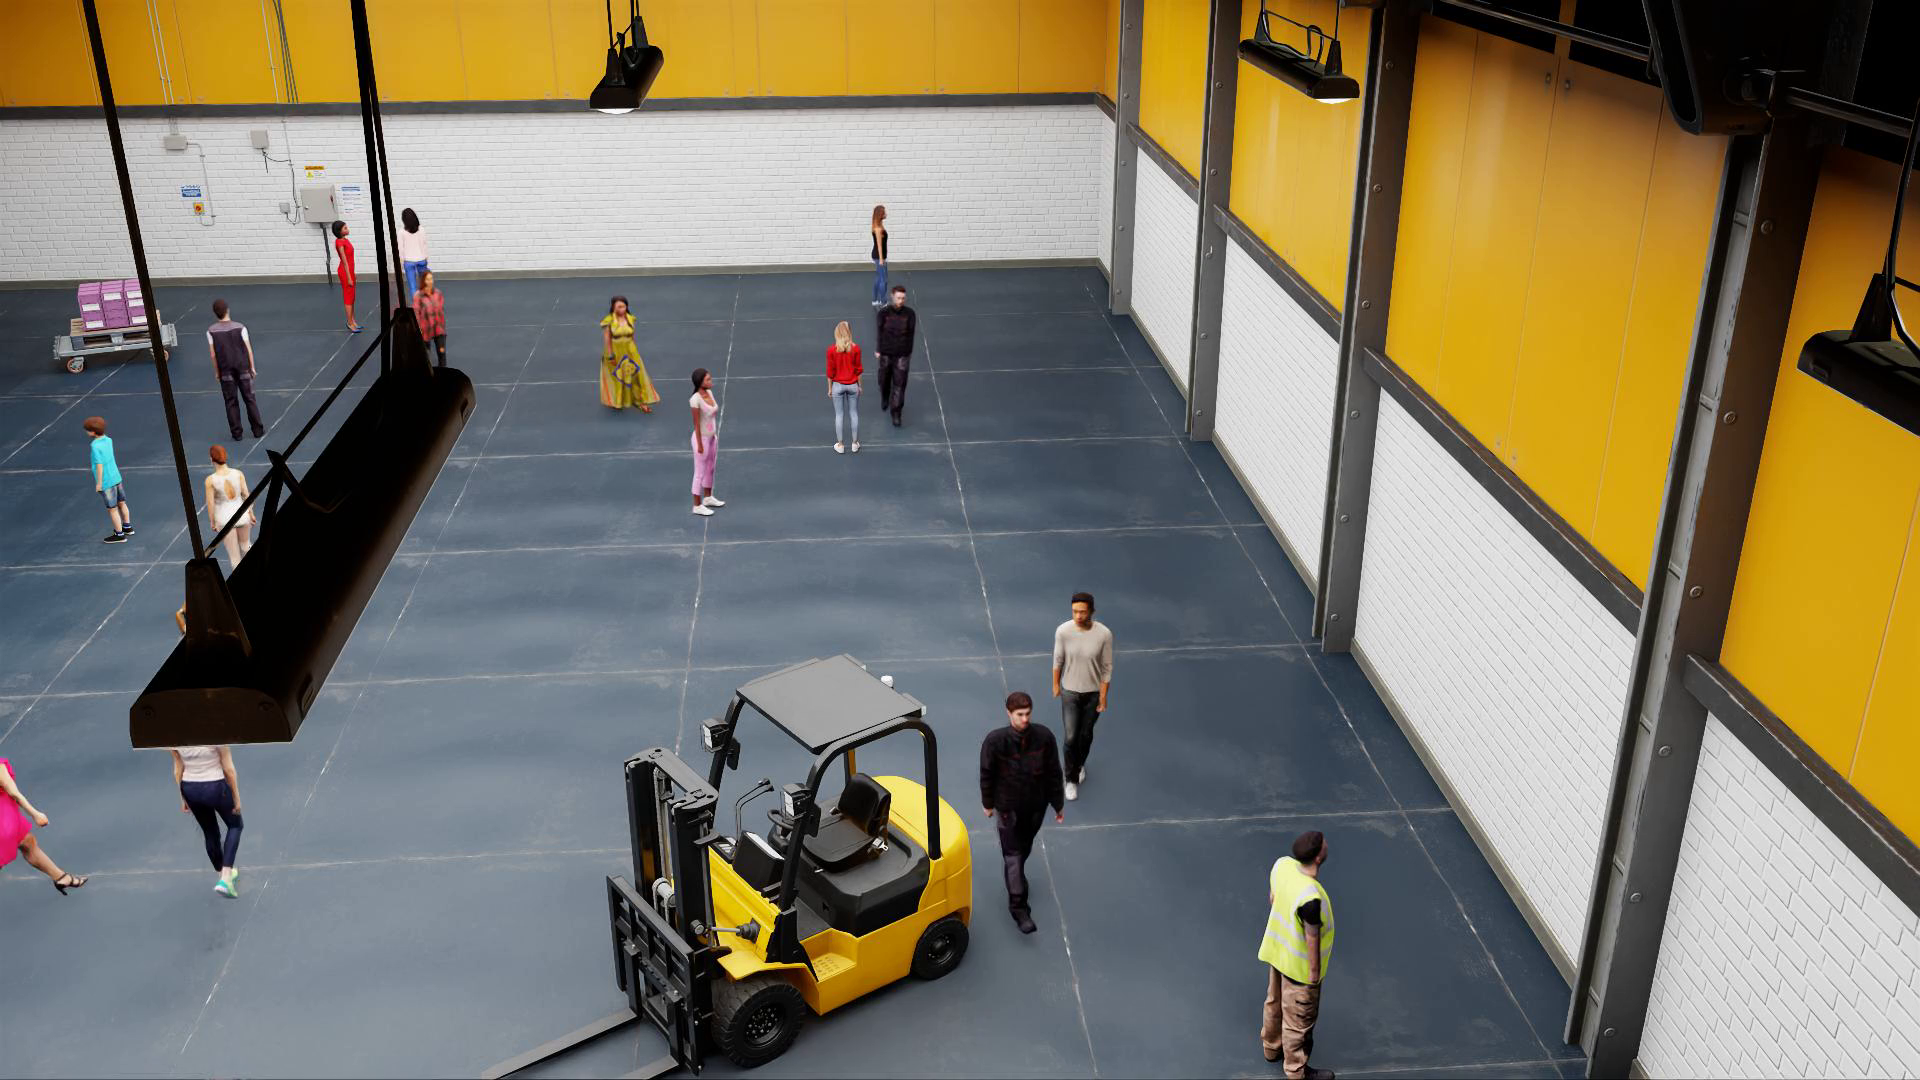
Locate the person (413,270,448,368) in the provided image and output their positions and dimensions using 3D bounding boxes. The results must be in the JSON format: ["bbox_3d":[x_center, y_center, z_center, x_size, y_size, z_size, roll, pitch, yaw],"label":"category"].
[{"bbox_3d":[-7.497,-2.973,23.450,0.927,1.680,1.065,-18,30,-36],"label":"person"}]

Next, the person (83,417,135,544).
[{"bbox_3d":[-9.478,-0.690,18.517,0.593,1.449,0.440,0,24,0],"label":"person"}]

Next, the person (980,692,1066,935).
[{"bbox_3d":[0.425,1.892,12.184,0.890,1.791,1.226,-7,25,-16],"label":"person"}]

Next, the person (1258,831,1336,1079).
[{"bbox_3d":[2.142,2.606,10.482,0.820,1.846,0.713,-7,25,-15],"label":"person"}]

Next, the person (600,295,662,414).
[{"bbox_3d":[-4.627,-2.518,22.474,1.139,1.628,1.259,-17,29,-34],"label":"person"}]

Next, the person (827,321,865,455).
[{"bbox_3d":[-1.455,-1.934,21.043,0.647,1.704,0.543,-5,24,-12],"label":"person"}]

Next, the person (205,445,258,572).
[{"bbox_3d":[-7.457,-0.180,17.119,0.692,1.634,0.735,-19,30,-37],"label":"person"}]

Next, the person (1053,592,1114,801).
[{"bbox_3d":[1.023,1.195,13.782,0.710,1.787,0.892,2,24,3],"label":"person"}]

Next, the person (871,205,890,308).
[{"bbox_3d":[-1.325,-4.635,27.198,0.635,1.724,0.574,-2,24,-4],"label":"person"}]

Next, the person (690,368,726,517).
[{"bbox_3d":[-2.955,-1.152,19.212,0.695,1.739,0.580,8,25,17],"label":"person"}]

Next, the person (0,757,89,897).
[{"bbox_3d":[-6.972,2.066,11.923,1.045,1.681,1.051,22,32,40],"label":"person"}]

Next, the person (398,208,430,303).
[{"bbox_3d":[-8.763,-4.463,26.752,0.722,1.766,0.710,-14,27,-29],"label":"person"}]

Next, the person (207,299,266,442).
[{"bbox_3d":[-9.369,-2.199,21.471,0.702,1.849,0.664,-9,25,-20],"label":"person"}]

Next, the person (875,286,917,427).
[{"bbox_3d":[-0.880,-2.471,22.045,0.685,1.887,0.891,-1,24,-2],"label":"person"}]

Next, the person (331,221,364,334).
[{"bbox_3d":[-9.589,-4.130,26.020,0.642,1.743,0.456,-4,24,-9],"label":"person"}]

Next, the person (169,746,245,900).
[{"bbox_3d":[-5.535,1.936,12.209,0.616,1.690,0.847,-3,24,-8],"label":"person"}]
